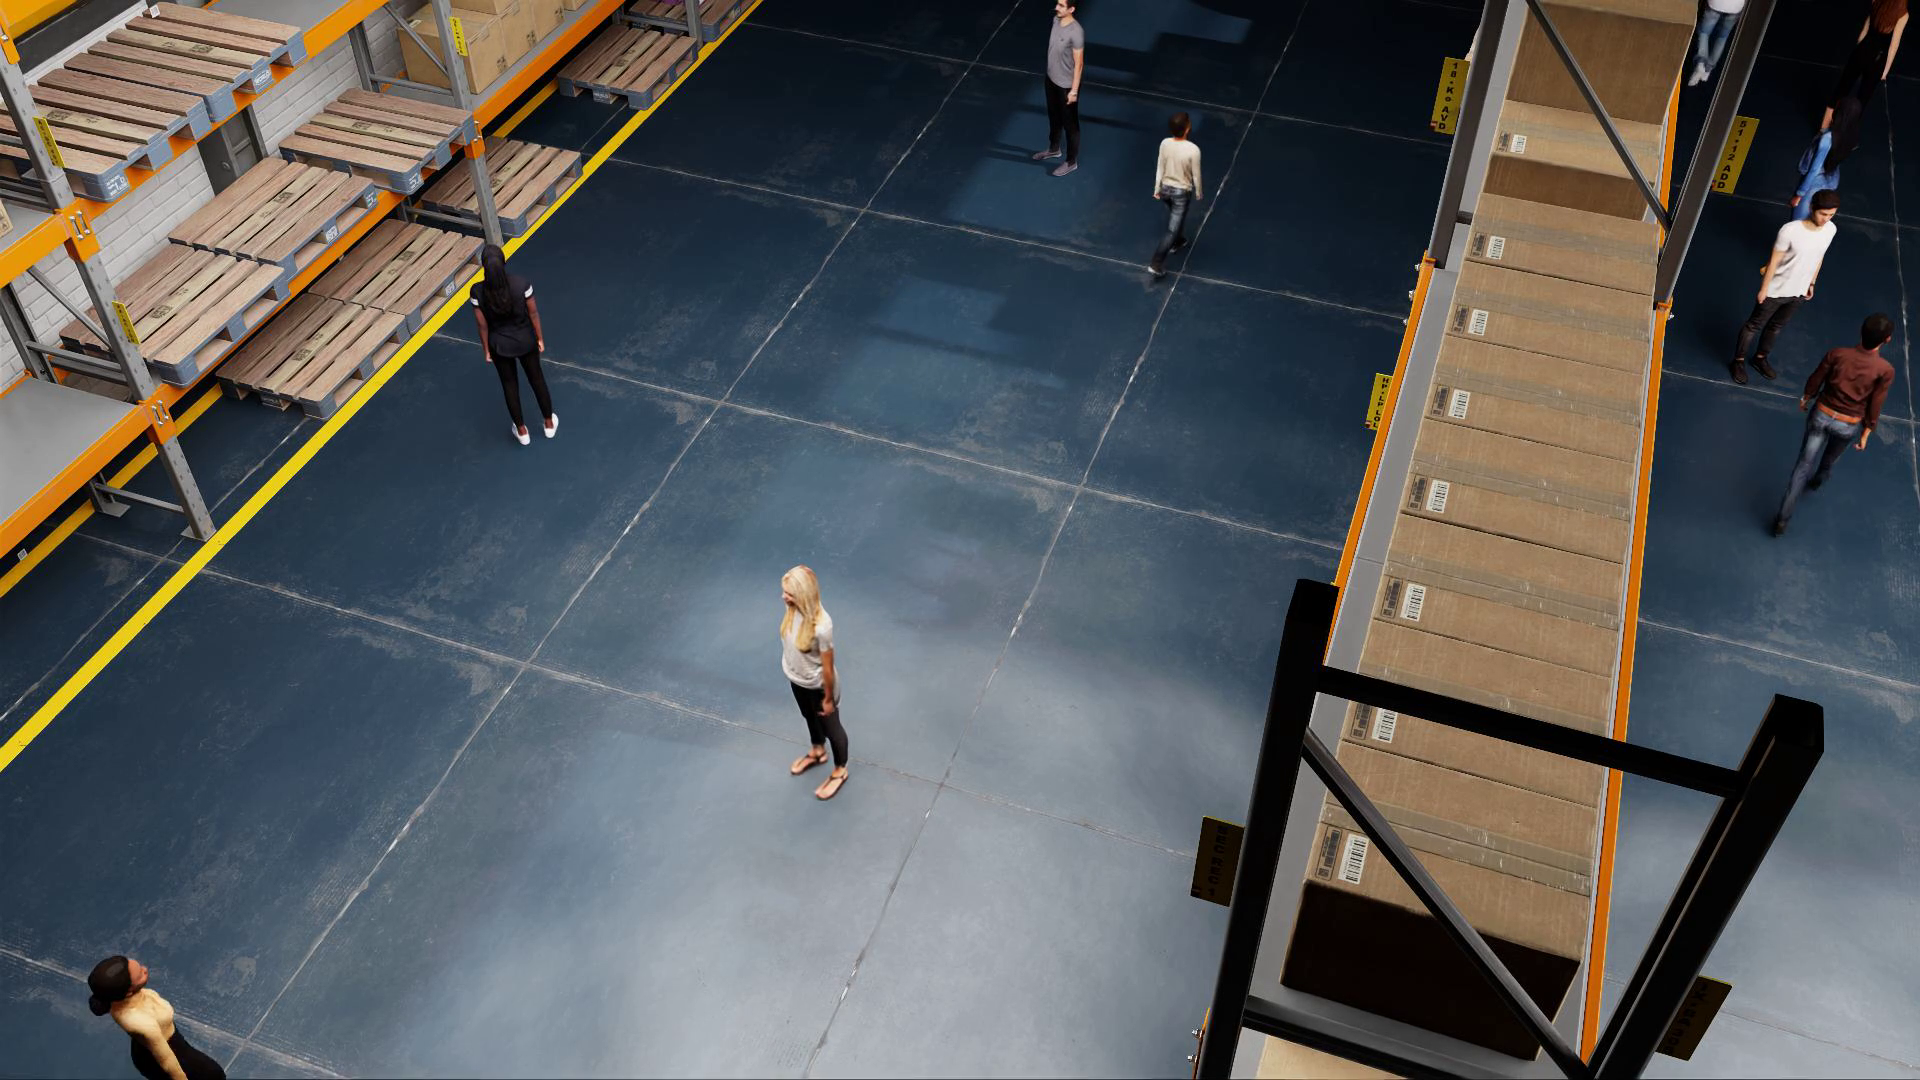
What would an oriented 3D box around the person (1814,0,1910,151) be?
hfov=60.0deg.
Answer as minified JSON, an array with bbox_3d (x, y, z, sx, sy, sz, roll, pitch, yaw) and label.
[{"bbox_3d":[8.524,-4.503,15.629,0.695,1.722,0.642,-20,47,-20],"label":"person"}]

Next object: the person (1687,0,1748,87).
[{"bbox_3d":[7.556,-5.313,16.426,0.648,1.796,0.979,13,45,14],"label":"person"}]

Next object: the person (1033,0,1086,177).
[{"bbox_3d":[0.959,-4.243,15.332,0.747,1.754,0.707,-22,48,-22],"label":"person"}]

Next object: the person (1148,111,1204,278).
[{"bbox_3d":[1.808,-2.927,14.175,0.745,1.446,1.055,28,50,26],"label":"person"}]

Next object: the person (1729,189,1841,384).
[{"bbox_3d":[6.468,-2.011,13.018,0.705,1.717,0.710,-8,44,-8],"label":"person"}]

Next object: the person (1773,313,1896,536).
[{"bbox_3d":[6.119,-0.772,11.709,0.840,1.728,1.166,24,49,23],"label":"person"}]

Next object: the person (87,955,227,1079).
[{"bbox_3d":[-3.996,2.609,8.222,0.703,1.643,0.828,30,51,27],"label":"person"}]

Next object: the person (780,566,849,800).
[{"bbox_3d":[-0.867,0.822,9.964,0.671,1.826,0.672,-33,53,-30],"label":"person"}]

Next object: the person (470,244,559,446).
[{"bbox_3d":[-3.341,-1.468,12.439,0.702,1.728,0.741,-13,45,-13],"label":"person"}]

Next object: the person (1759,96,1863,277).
[{"bbox_3d":[7.216,-2.953,14.010,0.649,1.712,0.739,-24,48,-23],"label":"person"}]
